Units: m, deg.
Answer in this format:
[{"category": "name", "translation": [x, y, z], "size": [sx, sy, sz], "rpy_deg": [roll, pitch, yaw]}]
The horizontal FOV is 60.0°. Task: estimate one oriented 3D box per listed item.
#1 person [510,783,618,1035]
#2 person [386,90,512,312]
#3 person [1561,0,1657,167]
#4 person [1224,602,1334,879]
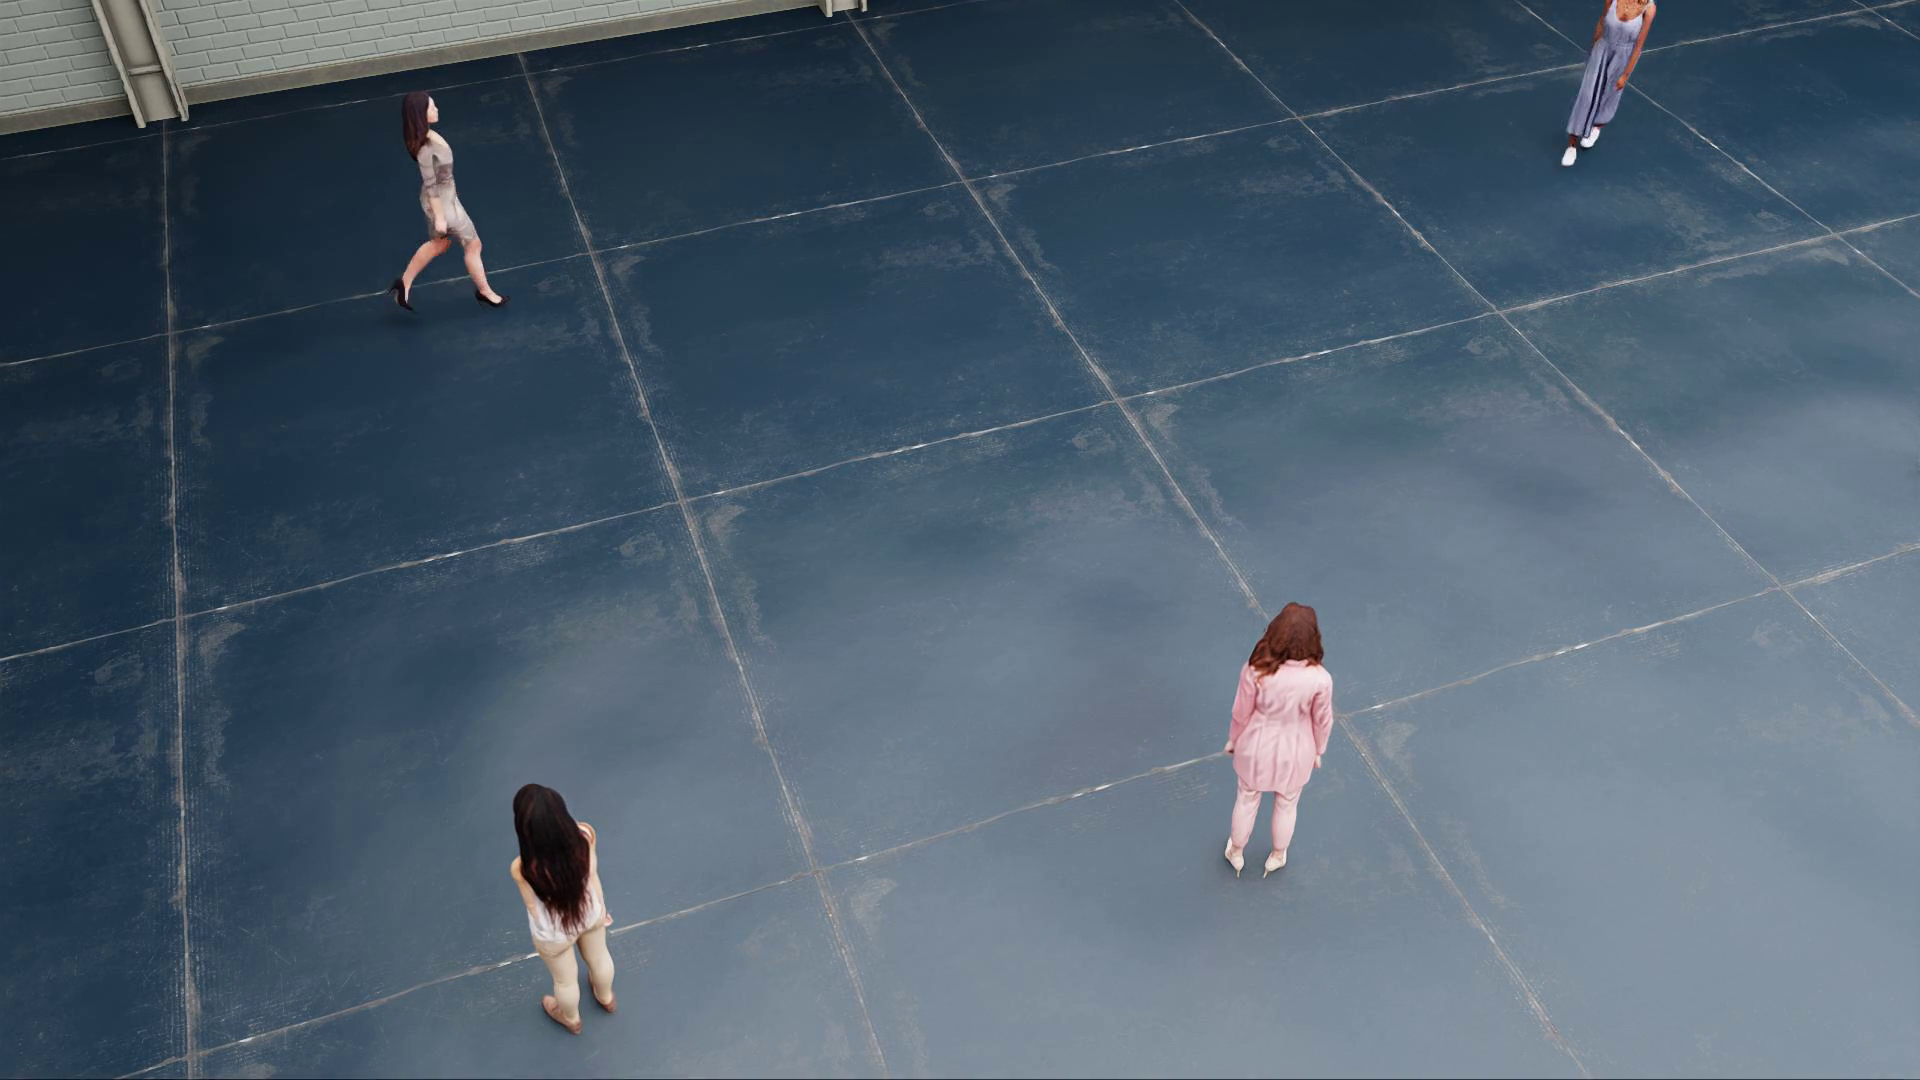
[{"category": "person", "translation": [-1.703, 1.641, 7.247], "size": [0.693, 1.651, 0.633], "rpy_deg": [19, 46, 19]}, {"category": "person", "translation": [-3.623, -2.250, 11.361], "size": [1.044, 1.723, 0.608], "rpy_deg": [-15, 45, -16]}, {"category": "person", "translation": [5.138, -3.795, 13.069], "size": [0.924, 1.651, 1.040], "rpy_deg": [28, 50, 27]}, {"category": "person", "translation": [1.481, 0.986, 7.838], "size": [0.642, 1.803, 0.753], "rpy_deg": [9, 44, 9]}]
